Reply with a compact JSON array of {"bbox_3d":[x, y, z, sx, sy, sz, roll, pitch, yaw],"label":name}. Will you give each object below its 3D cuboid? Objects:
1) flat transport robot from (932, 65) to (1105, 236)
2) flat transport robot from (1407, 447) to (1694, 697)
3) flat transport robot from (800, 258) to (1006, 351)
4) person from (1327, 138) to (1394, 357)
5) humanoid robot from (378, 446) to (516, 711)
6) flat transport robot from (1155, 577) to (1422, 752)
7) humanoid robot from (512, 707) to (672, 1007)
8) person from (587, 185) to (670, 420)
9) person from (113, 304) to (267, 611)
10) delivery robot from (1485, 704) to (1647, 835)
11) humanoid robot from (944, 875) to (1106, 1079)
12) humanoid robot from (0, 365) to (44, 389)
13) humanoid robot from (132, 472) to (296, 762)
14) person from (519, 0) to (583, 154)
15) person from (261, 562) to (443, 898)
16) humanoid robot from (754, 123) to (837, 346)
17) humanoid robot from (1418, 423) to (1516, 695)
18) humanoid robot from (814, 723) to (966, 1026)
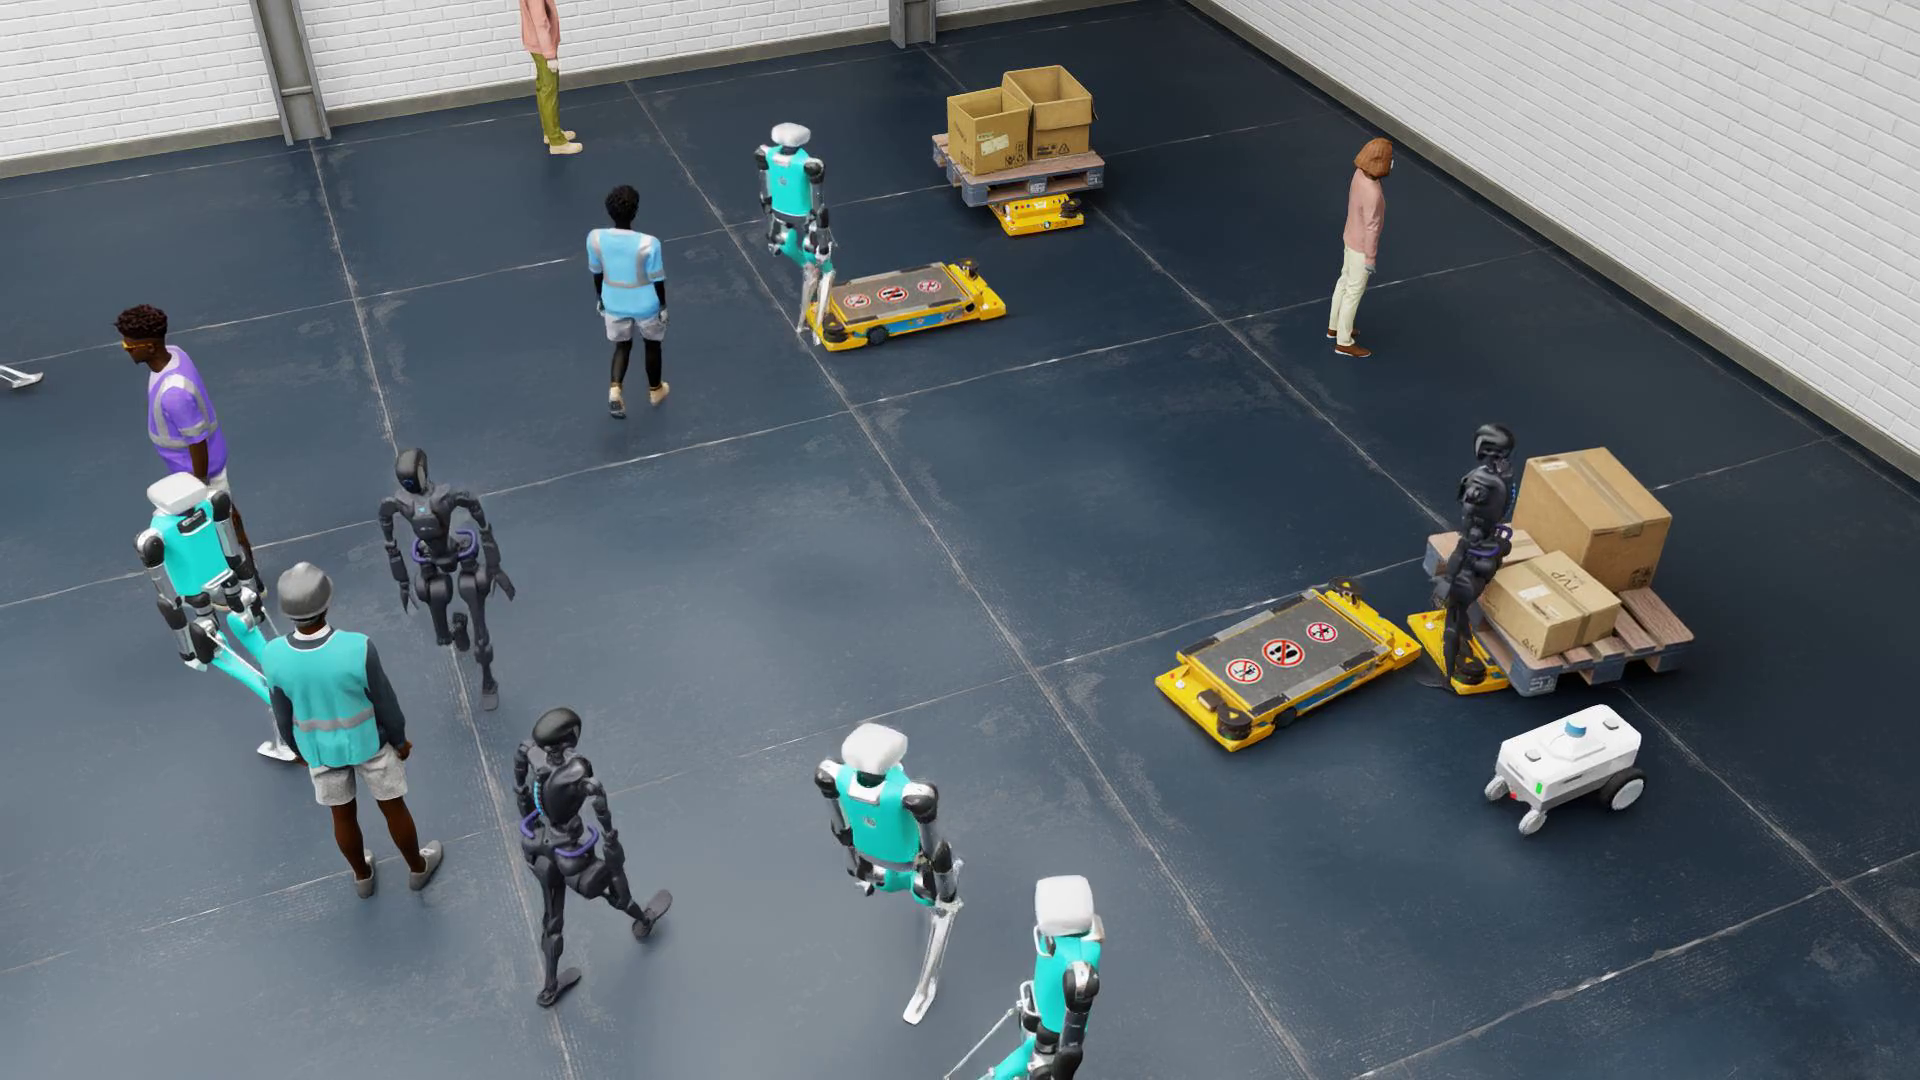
[{"bbox_3d":[0.498,-3.027,14.214,0.659,0.231,1.431,-12,39,-15],"label":"flat transport robot"},{"bbox_3d":[3.392,0.513,9.606,1.431,0.231,0.659,-9,38,-11],"label":"flat transport robot"},{"bbox_3d":[-0.434,-1.786,12.599,1.431,0.231,0.659,-14,40,-18],"label":"flat transport robot"},{"bbox_3d":[2.873,-2.101,11.885,0.276,1.632,0.506,-2,38,-2],"label":"person"},{"bbox_3d":[-2.724,0.135,8.959,0.618,1.638,0.600,-5,38,-7],"label":"humanoid robot"},{"bbox_3d":[1.867,0.682,9.386,1.431,0.231,0.659,-22,43,-26],"label":"flat transport robot"},{"bbox_3d":[-1.709,1.327,7.418,0.608,1.631,0.754,20,42,24],"label":"humanoid robot"},{"bbox_3d":[-2.214,-1.553,11.138,0.537,1.674,0.589,6,38,8],"label":"person"},{"bbox_3d":[-4.369,-0.469,9.493,0.368,1.964,0.607,-16,40,-20],"label":"person"},{"bbox_3d":[3.135,1.144,8.565,0.807,0.613,0.499,-17,41,-20],"label":"delivery robot"},{"bbox_3d":[0.074,2.028,6.471,0.915,1.809,0.570,-4,38,-5],"label":"humanoid robot"},{"bbox_3d":[-6.982,-1.708,11.301,0.998,1.724,0.530,-4,38,-5],"label":"humanoid robot"},{"bbox_3d":[-3.588,0.507,8.428,0.716,1.820,0.542,17,41,20],"label":"humanoid robot"},{"bbox_3d":[-3.648,-4.312,14.604,0.371,1.832,0.524,-12,39,-16],"label":"person"},{"bbox_3d":[-2.842,0.927,7.696,0.552,1.940,0.431,-4,38,-5],"label":"person"},{"bbox_3d":[-1.078,-2.198,11.971,0.552,1.827,0.715,17,41,21],"label":"humanoid robot"},{"bbox_3d":[2.780,0.120,8.964,0.352,1.647,0.613,25,44,29],"label":"humanoid robot"},{"bbox_3d":[-0.183,1.344,7.372,0.575,1.833,0.917,15,40,18],"label":"humanoid robot"}]
